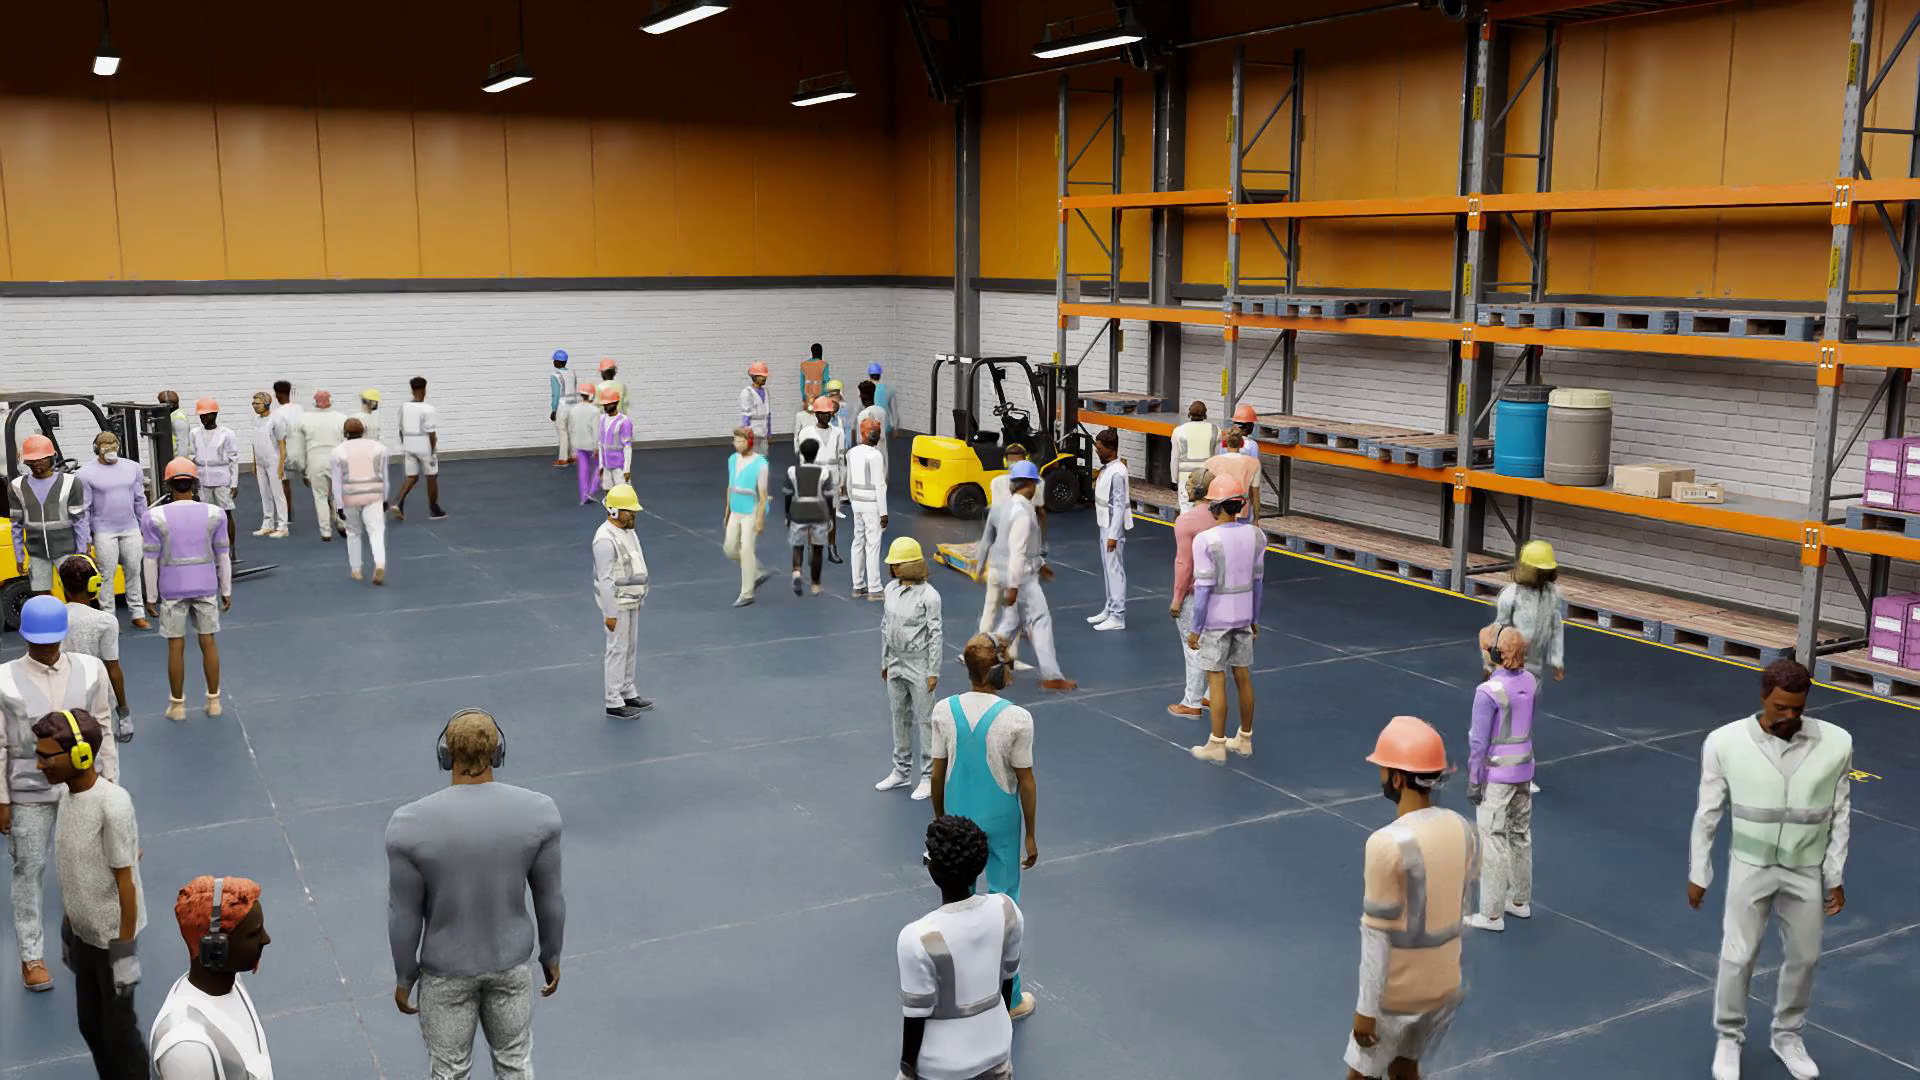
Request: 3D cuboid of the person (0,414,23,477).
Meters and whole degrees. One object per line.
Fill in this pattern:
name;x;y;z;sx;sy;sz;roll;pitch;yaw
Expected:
person;-11.976;-0.932;20.719;0.327;1.871;0.514;10;14;44

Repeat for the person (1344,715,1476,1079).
person;1.665;1.597;6.003;0.572;1.921;0.572;-9;13;-40

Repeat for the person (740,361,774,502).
person;-2.860;-1.520;23.654;0.407;2.035;0.602;6;11;31

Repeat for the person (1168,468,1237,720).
person;1.850;0.409;12.799;0.635;1.939;0.360;-9;13;-41

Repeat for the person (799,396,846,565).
person;-1.564;-0.680;19.065;0.545;1.942;0.351;-4;11;-22

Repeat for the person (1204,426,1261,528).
person;2.722;-0.217;16.704;0.563;1.836;0.383;2;10;10

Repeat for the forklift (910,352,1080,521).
forklift;0.460;-1.461;22.833;2.313;2.155;1.214;-5;11;-28

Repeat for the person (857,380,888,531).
person;-1.130;-1.049;21.123;0.374;1.963;0.608;4;11;23

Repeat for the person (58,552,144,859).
person;-5.054;1.001;9.644;0.512;1.858;0.322;2;10;9

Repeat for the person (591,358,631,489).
person;-5.178;-1.707;24.771;0.864;2.013;0.604;9;13;41

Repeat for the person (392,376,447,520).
person;-7.226;-1.209;22.142;0.618;1.946;0.705;3;10;18

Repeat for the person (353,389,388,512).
person;-8.034;-1.163;22.466;0.349;1.730;0.789;2;10;13

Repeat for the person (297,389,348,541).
person;-7.873;-0.929;20.670;0.649;1.880;0.490;-3;10;-18

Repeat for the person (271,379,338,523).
person;-8.644;-1.143;21.821;0.884;1.929;0.619;5;11;27

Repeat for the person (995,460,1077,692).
person;0.526;0.296;13.604;0.754;1.894;0.603;-2;10;-12

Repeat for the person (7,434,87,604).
person;-7.855;0.096;14.353;0.601;2.035;0.413;-2;10;-13

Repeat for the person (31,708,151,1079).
person;-3.338;1.554;6.462;0.530;1.854;0.324;8;13;38

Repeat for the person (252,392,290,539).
person;-8.659;-0.936;20.815;0.519;1.844;0.330;5;11;27

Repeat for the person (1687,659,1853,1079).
person;3.466;1.409;7.168;0.627;1.896;0.468;2;10;11

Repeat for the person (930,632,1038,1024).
person;0.113;1.339;7.723;0.517;1.841;0.324;4;11;23

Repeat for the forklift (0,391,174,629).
forklift;-9.026;-0.363;16.508;1.214;2.155;2.313;6;11;29

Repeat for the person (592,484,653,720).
person;-2.601;0.471;12.799;0.403;1.819;0.601;1;10;6

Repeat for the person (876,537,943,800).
person;-0.339;0.834;10.923;0.492;1.740;0.325;9;13;41

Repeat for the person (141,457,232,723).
person;-5.908;0.377;12.738;0.613;2.031;0.410;-7;12;-34

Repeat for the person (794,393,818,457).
person;-2.069;-1.309;23.667;0.534;1.605;0.618;3;10;14

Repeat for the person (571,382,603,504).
person;-5.258;-1.364;23.594;0.568;1.734;0.398;6;11;30

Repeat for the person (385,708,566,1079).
person;-1.777;1.570;6.164;0.636;1.928;0.384;-5;11;-26

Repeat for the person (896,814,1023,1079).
person;-0.012;1.763;5.702;0.532;1.696;0.319;-9;13;-42

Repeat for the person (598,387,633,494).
person;-4.279;-0.929;20.544;0.546;1.929;0.391;8;12;37

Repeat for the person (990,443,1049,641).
person;0.541;0.026;15.289;0.527;1.839;0.565;1;10;8

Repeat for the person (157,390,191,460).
person;-9.959;-0.981;21.099;0.430;1.839;0.619;-7;12;-34

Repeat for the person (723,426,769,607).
person;-2.181;-0.251;16.899;0.587;1.830;0.524;9;13;43

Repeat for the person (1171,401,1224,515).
person;2.784;-0.720;19.583;0.623;1.844;0.429;0;10;2

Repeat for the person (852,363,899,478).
person;-1.275;-1.685;24.909;0.644;1.921;0.632;-3;10;-19

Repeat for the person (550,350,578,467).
person;-6.619;-2.199;27.780;0.378;1.951;0.608;4;11;23

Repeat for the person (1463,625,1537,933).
person;2.871;1.256;8.825;0.514;1.631;0.318;-9;13;-41

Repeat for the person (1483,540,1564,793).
person;3.741;0.795;11.261;0.504;1.704;0.729;-5;11;-25

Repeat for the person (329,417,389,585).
person;-6.464;-0.426;17.986;0.615;1.812;0.877;-5;11;-26

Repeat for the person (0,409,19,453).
person;-13.308;-1.262;23.112;0.492;1.708;0.872;3;10;15

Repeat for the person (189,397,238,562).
person;-8.521;-0.665;18.986;0.542;1.939;0.369;0;10;2

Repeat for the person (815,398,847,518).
person;-1.729;-1.090;22.301;0.515;1.636;0.314;-9;13;-41

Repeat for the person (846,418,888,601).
person;-0.938;-0.318;17.148;0.355;1.884;0.573;-8;13;-39

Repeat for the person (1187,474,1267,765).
person;1.847;0.551;11.681;0.610;2.042;0.396;-6;11;-30

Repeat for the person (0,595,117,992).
person;-4.443;1.214;8.172;0.412;1.937;0.605;8;13;40

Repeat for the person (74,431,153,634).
person;-7.936;-0.071;15.607;0.378;1.929;0.636;8;13;39

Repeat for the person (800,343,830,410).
person;-2.636;-2.629;30.361;0.596;1.913;0.373;5;11;25

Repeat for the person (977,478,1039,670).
person;0.368;0.258;14.307;0.702;1.726;0.409;8;13;38

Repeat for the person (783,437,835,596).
person;-1.552;-0.218;17.146;0.542;1.679;0.519;0;10;1

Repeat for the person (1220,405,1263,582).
person;3.048;-0.487;17.962;0.358;1.938;0.542;-7;12;-35

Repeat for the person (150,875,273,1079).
person;-2.064;1.850;4.683;0.359;1.880;0.575;-3;10;-14

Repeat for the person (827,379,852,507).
person;-1.764;-1.344;23.324;0.531;1.793;0.638;-8;13;-40

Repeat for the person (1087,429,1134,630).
person;1.445;-0.101;15.814;0.392;1.914;0.587;-1;10;-4
